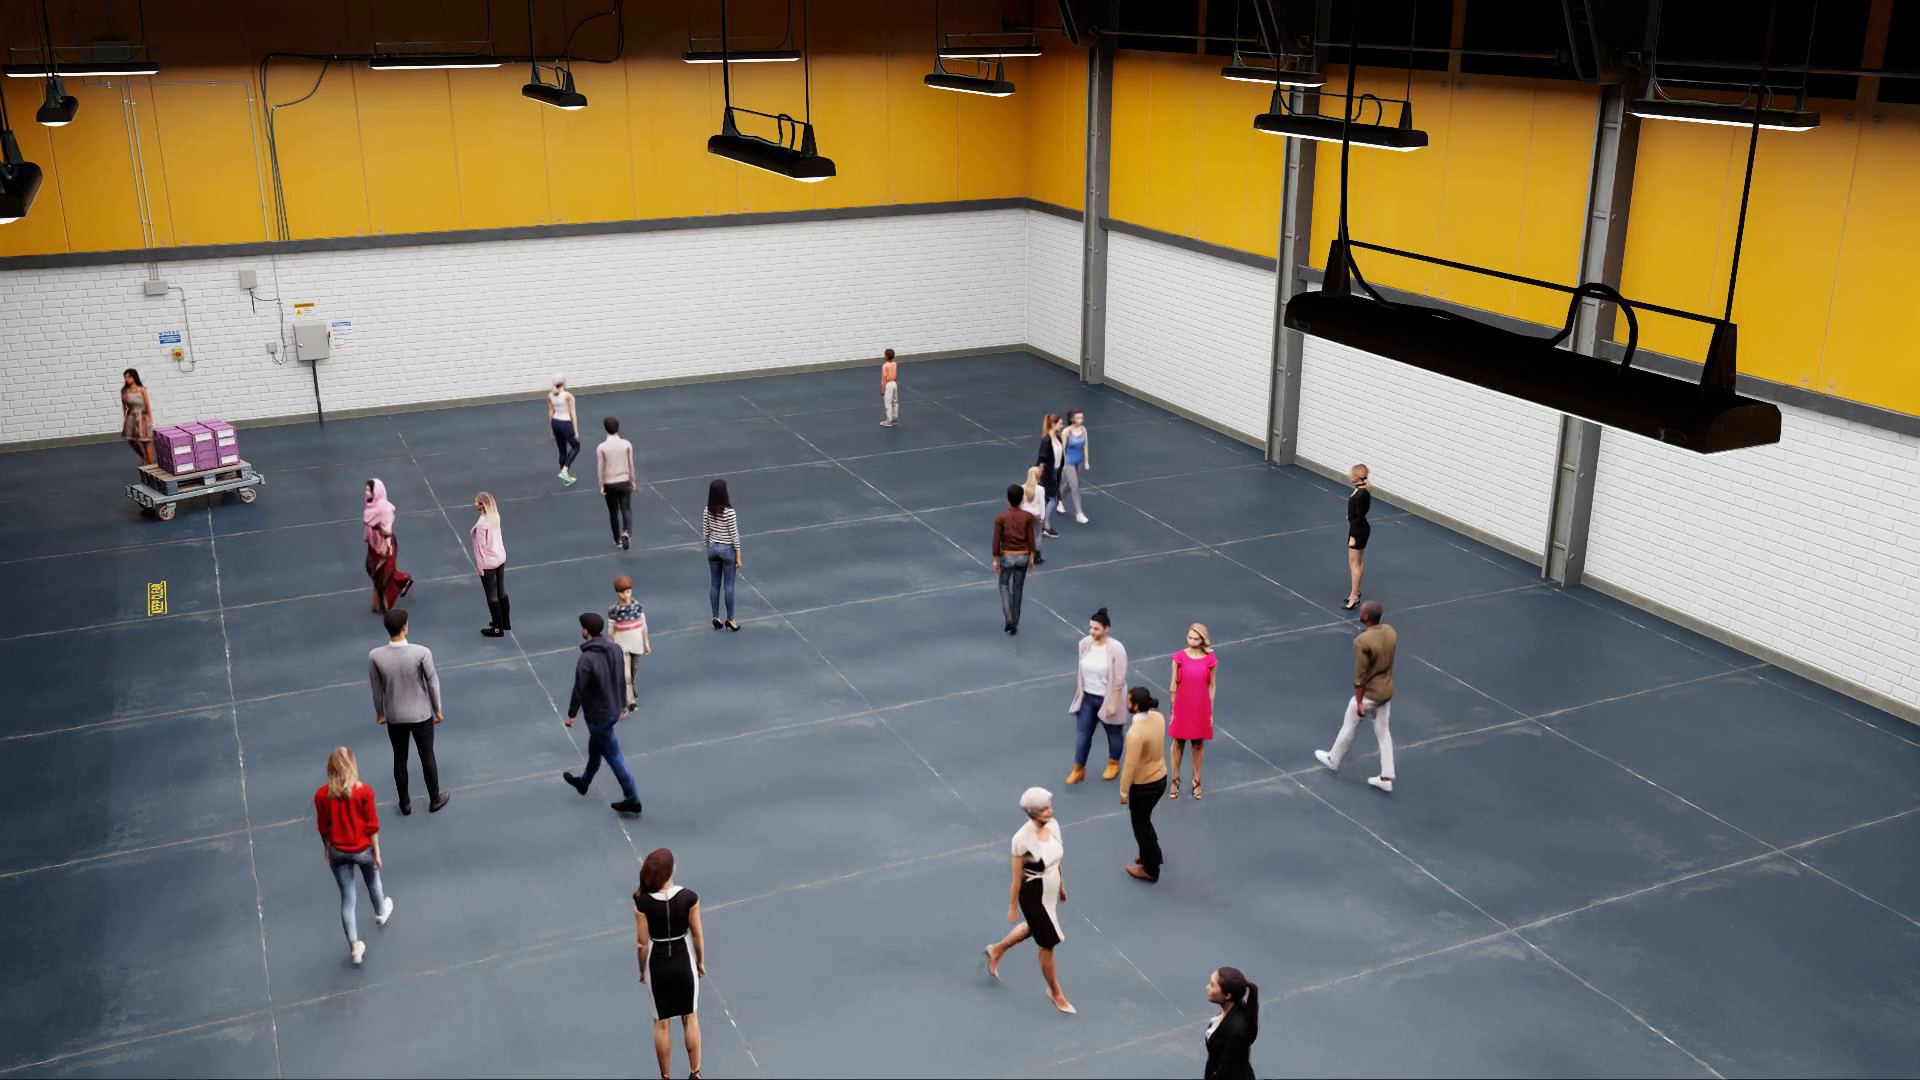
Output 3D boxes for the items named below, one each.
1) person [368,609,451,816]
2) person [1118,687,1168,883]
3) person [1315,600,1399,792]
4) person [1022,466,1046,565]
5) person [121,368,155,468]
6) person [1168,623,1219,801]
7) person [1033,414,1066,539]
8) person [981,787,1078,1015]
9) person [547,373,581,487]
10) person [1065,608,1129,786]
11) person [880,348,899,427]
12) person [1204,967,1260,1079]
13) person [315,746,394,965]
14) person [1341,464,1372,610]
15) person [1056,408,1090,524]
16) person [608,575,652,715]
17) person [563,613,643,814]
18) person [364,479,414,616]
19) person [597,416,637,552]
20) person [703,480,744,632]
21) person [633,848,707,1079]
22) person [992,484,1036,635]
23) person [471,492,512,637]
[{"bbox_3d":[-4.904,1.528,14.769,0.815,1.920,0.757,-2,19,-6],"label":"person"},{"bbox_3d":[1.582,2.022,13.591,0.795,1.737,0.778,13,22,33],"label":"person"},{"bbox_3d":[3.838,1.451,15.207,0.828,1.788,1.121,-11,22,-30],"label":"person"},{"bbox_3d":[0.906,-0.307,21.243,0.649,1.267,0.700,10,21,27],"label":"person"},{"bbox_3d":[-12.368,-1.820,25.160,0.768,1.635,0.833,0,19,0],"label":"person"},{"bbox_3d":[2.103,1.529,15.073,0.661,1.726,0.689,2,19,6],"label":"person"},{"bbox_3d":[1.113,-0.871,22.301,0.865,1.661,0.801,13,22,33],"label":"person"},{"bbox_3d":[0.491,2.562,12.008,1.167,1.723,0.958,13,22,33],"label":"person"},{"bbox_3d":[-5.855,-1.591,24.383,0.814,1.697,0.875,7,20,19],"label":"person"},{"bbox_3d":[1.385,1.419,15.409,0.964,1.720,0.984,12,22,31],"label":"person"},{"bbox_3d":[-1.168,-2.572,27.899,0.572,1.310,0.554,17,25,41],"label":"person"},{"bbox_3d":[1.716,3.324,9.931,1.016,1.605,1.124,1,19,4],"label":"person"},{"bbox_3d":[-4.606,2.406,12.545,0.811,1.676,1.059,-2,19,-6],"label":"person"},{"bbox_3d":[4.701,-0.053,19.703,0.699,1.769,0.636,6,20,18],"label":"person"},{"bbox_3d":[1.509,-1.054,22.984,0.720,1.571,1.088,-12,22,-32],"label":"person"},{"bbox_3d":[-3.407,1.037,17.043,0.563,1.400,0.942,-10,21,-27],"label":"person"},{"bbox_3d":[-3.101,1.585,14.739,1.267,1.832,1.151,9,21,24],"label":"person"},{"bbox_3d":[-6.764,0.040,19.640,0.879,1.631,0.884,16,24,39],"label":"person"},{"bbox_3d":[-4.435,-0.704,21.596,0.706,1.793,1.064,-6,20,-18],"label":"person"},{"bbox_3d":[-2.715,0.179,18.971,0.636,1.795,0.725,9,21,25],"label":"person"},{"bbox_3d":[-1.914,2.861,11.008,0.628,1.796,0.563,-4,19,-12],"label":"person"},{"bbox_3d":[0.626,0.256,18.786,0.784,1.768,0.852,-2,19,-6],"label":"person"},{"bbox_3d":[-5.315,0.255,18.915,0.741,1.687,0.665,5,19,14],"label":"person"}]
